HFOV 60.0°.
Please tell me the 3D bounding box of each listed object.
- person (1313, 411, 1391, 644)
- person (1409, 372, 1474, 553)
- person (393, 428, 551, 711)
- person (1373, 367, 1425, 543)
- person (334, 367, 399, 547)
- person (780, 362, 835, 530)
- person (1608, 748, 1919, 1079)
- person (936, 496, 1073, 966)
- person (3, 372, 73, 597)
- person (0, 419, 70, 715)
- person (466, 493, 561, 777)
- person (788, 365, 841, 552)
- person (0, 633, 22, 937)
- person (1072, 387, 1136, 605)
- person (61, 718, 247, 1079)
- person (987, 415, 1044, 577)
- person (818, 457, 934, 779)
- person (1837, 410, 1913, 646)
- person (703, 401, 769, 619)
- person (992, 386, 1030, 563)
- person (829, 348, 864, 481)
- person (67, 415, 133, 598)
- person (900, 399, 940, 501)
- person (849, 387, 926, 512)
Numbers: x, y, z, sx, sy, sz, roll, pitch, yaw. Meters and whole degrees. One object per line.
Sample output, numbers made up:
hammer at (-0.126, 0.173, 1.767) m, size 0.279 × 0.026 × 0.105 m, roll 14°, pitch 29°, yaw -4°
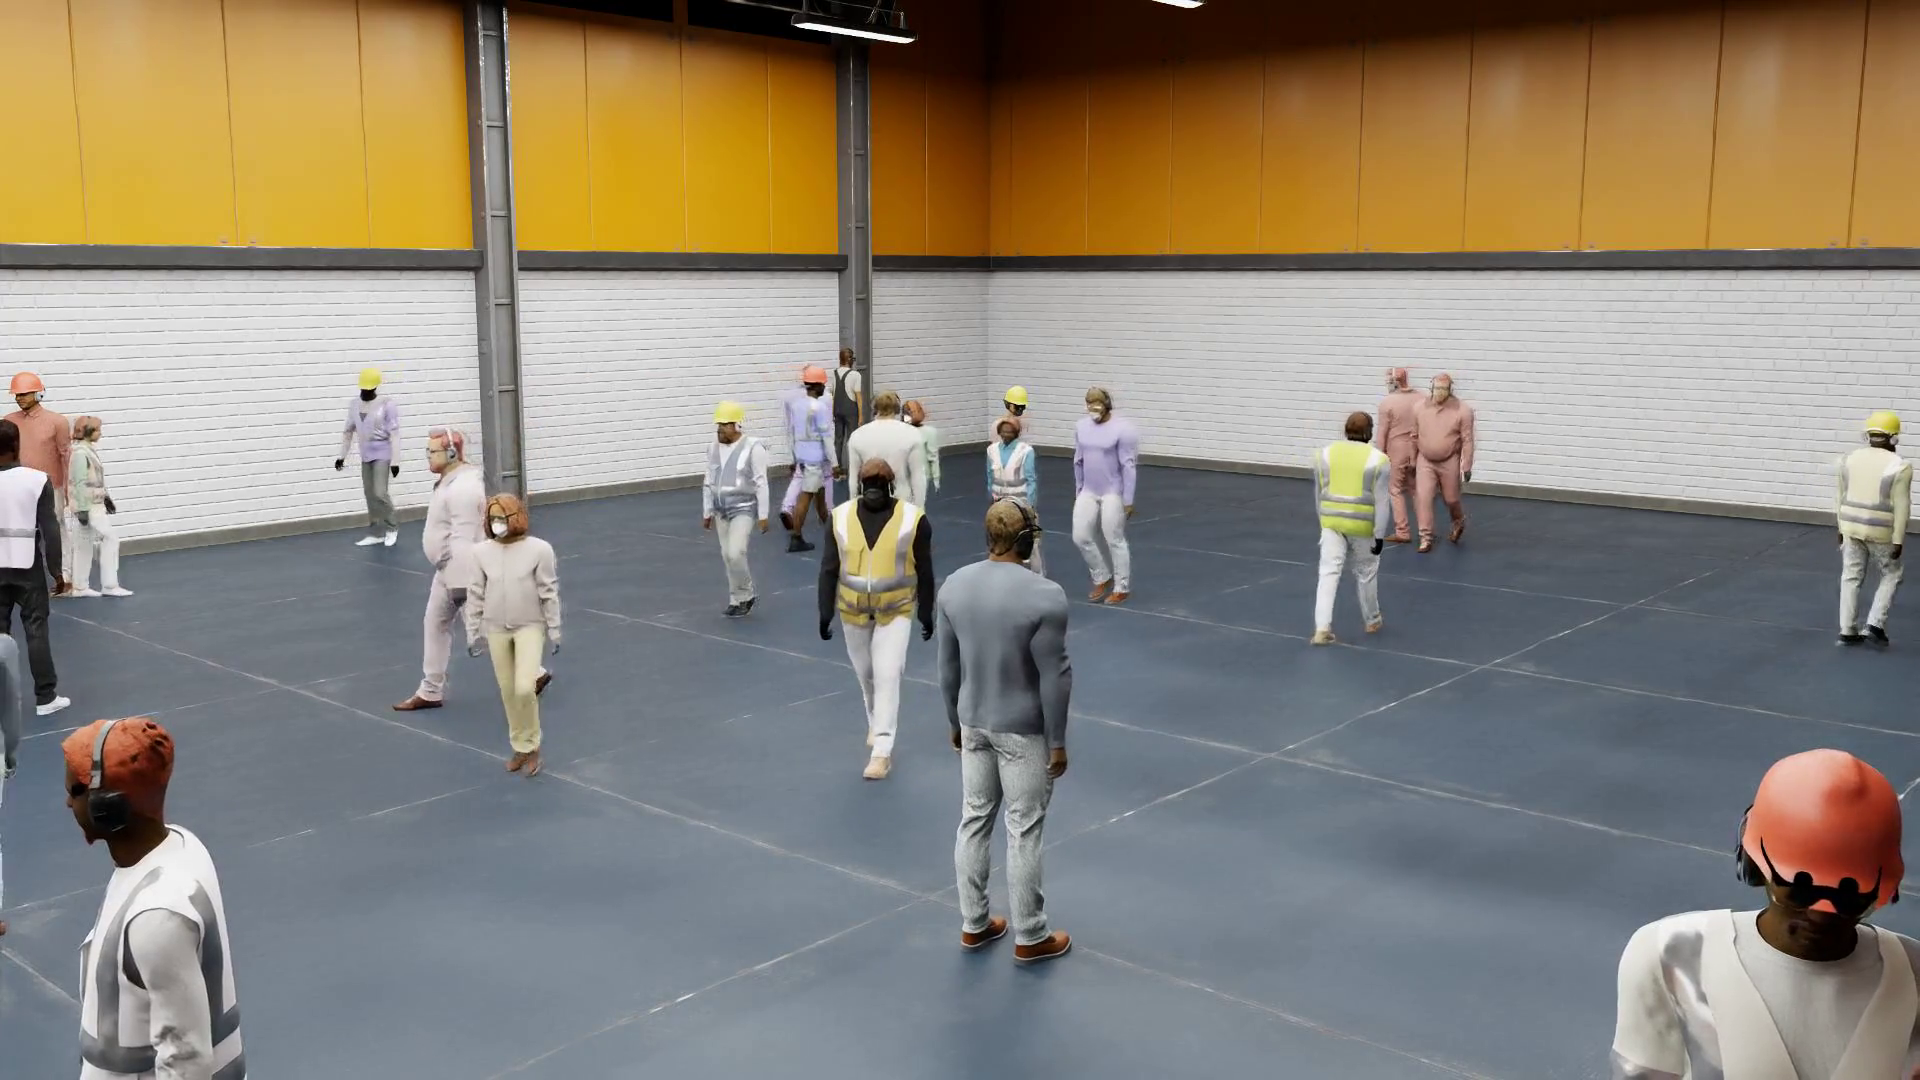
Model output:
person at (3.036, -0.098, 12.902) m, size 0.623 × 1.791 × 0.976 m, roll 5°, pitch 10°, yaw 29°
person at (4.994, -0.822, 17.202) m, size 0.665 × 1.868 × 0.848 m, roll 5°, pitch 10°, yaw 28°
person at (-3.184, 0.190, 10.825) m, size 0.952 × 1.871 × 0.652 m, roll -4°, pitch 10°, yaw -24°
person at (4.687, -0.896, 17.636) m, size 0.757 × 1.870 × 0.403 m, roll -3°, pitch 10°, yaw -20°
person at (-6.168, -0.858, 17.312) m, size 0.788 × 1.897 × 0.454 m, roll 5°, pitch 10°, yaw 28°
person at (-1.699, -1.050, 18.614) m, size 0.654 × 1.878 × 0.913 m, roll 5°, pitch 10°, yaw 28°
person at (1.469, 1.353, 2.989) m, size 0.605 × 2.033 × 0.391 m, roll 2°, pitch 9°, yaw 12°
person at (0.187, 0.780, 6.877) m, size 0.629 × 1.940 × 0.377 m, roll 7°, pitch 11°, yaw 37°
person at (-8.112, -0.480, 14.618) m, size 0.622 × 1.992 × 0.396 m, roll 0°, pitch 9°, yaw 1°
person at (-6.084, 0.188, 10.670) m, size 0.597 × 1.915 × 0.370 m, roll -2°, pitch 9°, yaw -12°
person at (-2.541, 0.542, 9.383) m, size 0.522 × 1.611 × 0.518 m, roll 1°, pitch 9°, yaw 7°
person at (-1.409, -0.840, 17.148) m, size 0.914 × 1.901 × 0.569 m, roll -6°, pitch 11°, yaw -34°
person at (-4.244, 0.940, 6.947) m, size 0.392 × 1.595 × 0.655 m, roll 7°, pitch 12°, yaw 39°
person at (1.236, -0.374, 14.280) m, size 0.679 × 1.889 × 0.533 m, roll 8°, pitch 12°, yaw 41°
person at (-1.781, 1.308, 3.741) m, size 0.337 × 1.881 × 0.584 m, roll -4°, pitch 10°, yaw -26°
person at (0.472, -0.331, 14.951) m, size 0.554 × 1.591 × 0.884 m, roll 5°, pitch 10°, yaw 30°
person at (-0.480, 0.402, 9.702) m, size 0.654 × 1.807 × 0.940 m, roll 2°, pitch 9°, yaw 10°
person at (6.938, -0.075, 12.646) m, size 0.430 × 1.815 × 0.601 m, roll -6°, pitch 11°, yaw -34°
person at (-1.870, -0.236, 13.642) m, size 0.627 × 1.812 × 0.459 m, roll 6°, pitch 11°, yaw 34°
person at (0.522, -0.620, 16.241) m, size 0.328 × 1.759 × 0.524 m, roll 7°, pitch 12°, yaw 38°
person at (-1.558, -1.710, 22.813) m, size 0.516 × 1.842 × 0.325 m, roll 5°, pitch 10°, yaw 27°
person at (-7.543, -0.284, 14.589) m, size 0.616 × 1.614 × 0.508 m, roll -4°, pitch 10°, yaw -26°
person at (-0.499, -0.575, 16.428) m, size 0.520 × 1.606 × 0.670 m, roll 5°, pitch 10°, yaw 29°
person at (-0.591, -0.282, 13.562) m, size 0.661 × 1.928 × 0.423 m, roll 2°, pitch 9°, yaw 11°
